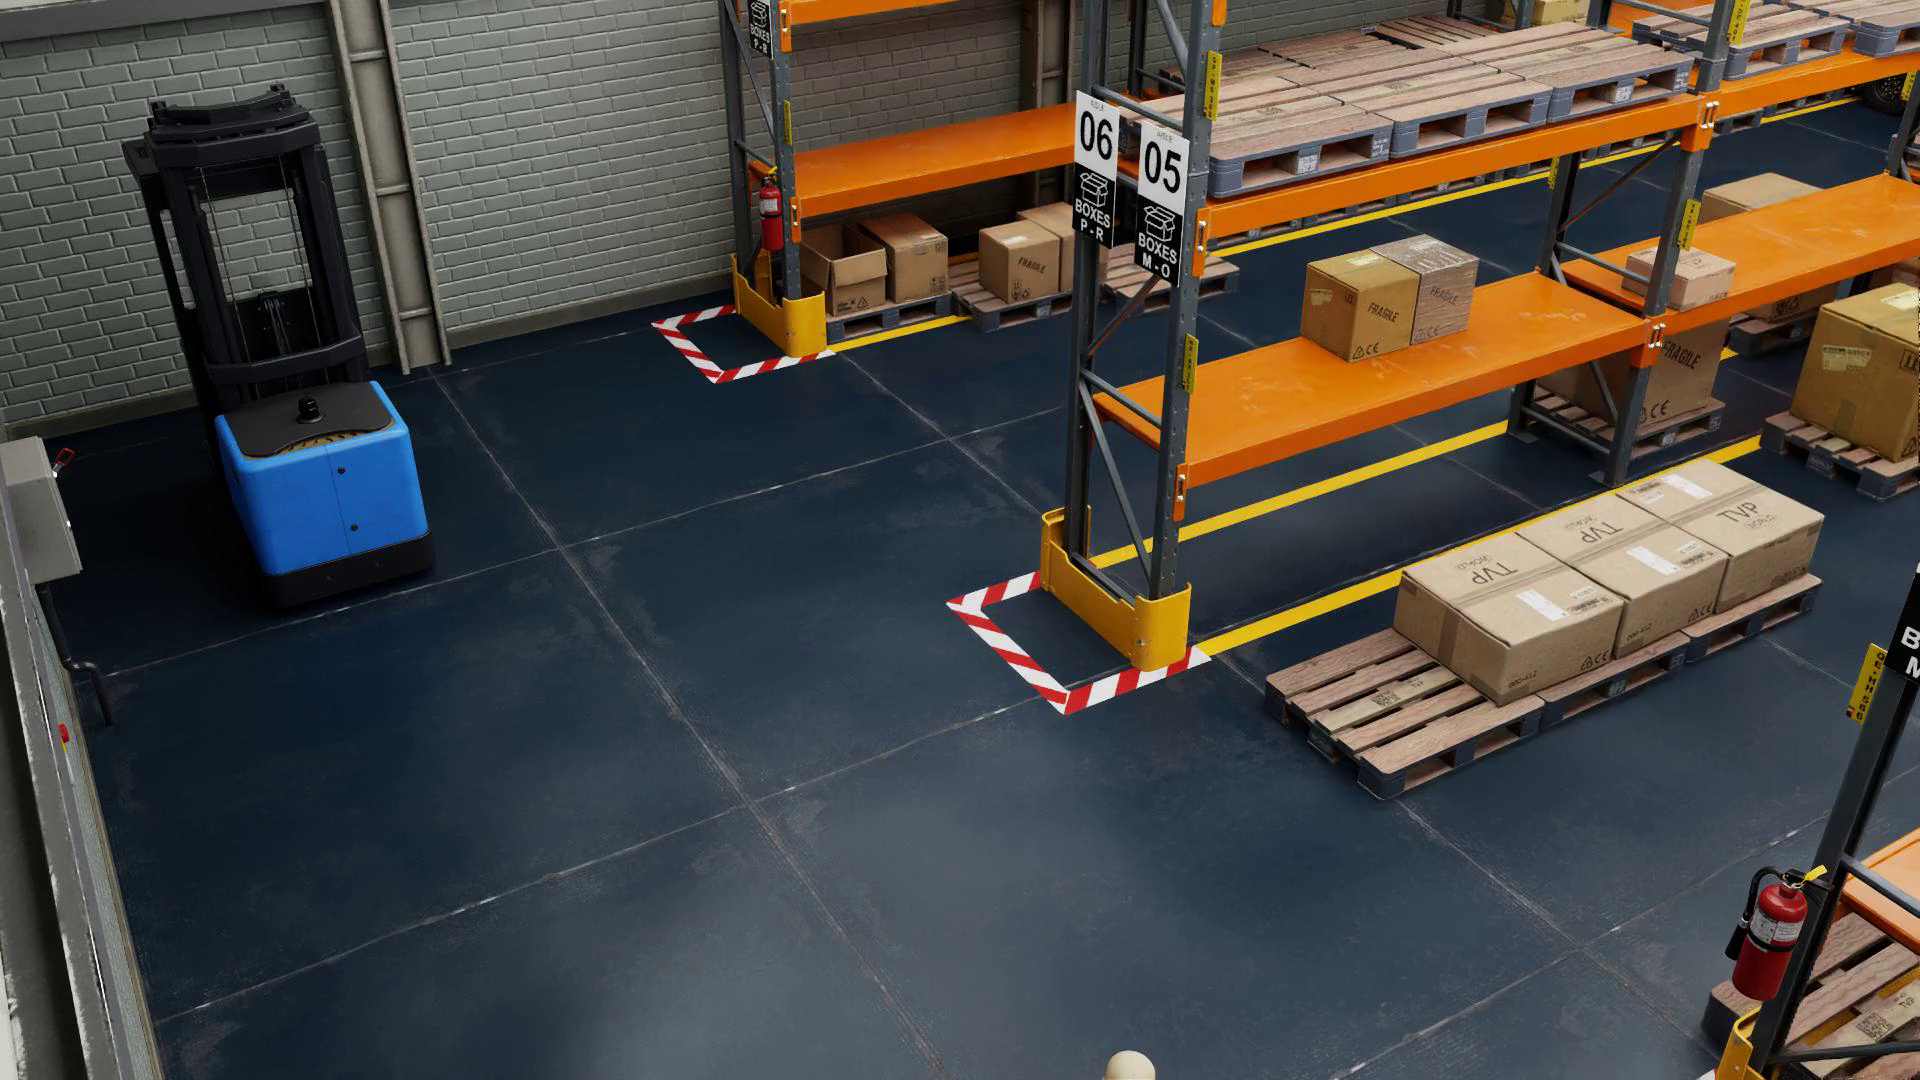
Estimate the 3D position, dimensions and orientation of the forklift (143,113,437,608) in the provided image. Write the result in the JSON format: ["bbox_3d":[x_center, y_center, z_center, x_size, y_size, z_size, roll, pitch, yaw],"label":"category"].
[{"bbox_3d":[-4.289,-1.259,10.509,1.129,2.768,1.873,-17,36,-26],"label":"forklift"}]

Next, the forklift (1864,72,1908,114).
[{"bbox_3d":[11.468,-5.645,18.244,1.214,2.155,2.313,-17,36,-26],"label":"forklift"}]

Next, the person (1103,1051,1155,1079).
[{"bbox_3d":[0.532,2.371,5.653,0.600,1.799,0.390,4,32,6],"label":"person"}]
